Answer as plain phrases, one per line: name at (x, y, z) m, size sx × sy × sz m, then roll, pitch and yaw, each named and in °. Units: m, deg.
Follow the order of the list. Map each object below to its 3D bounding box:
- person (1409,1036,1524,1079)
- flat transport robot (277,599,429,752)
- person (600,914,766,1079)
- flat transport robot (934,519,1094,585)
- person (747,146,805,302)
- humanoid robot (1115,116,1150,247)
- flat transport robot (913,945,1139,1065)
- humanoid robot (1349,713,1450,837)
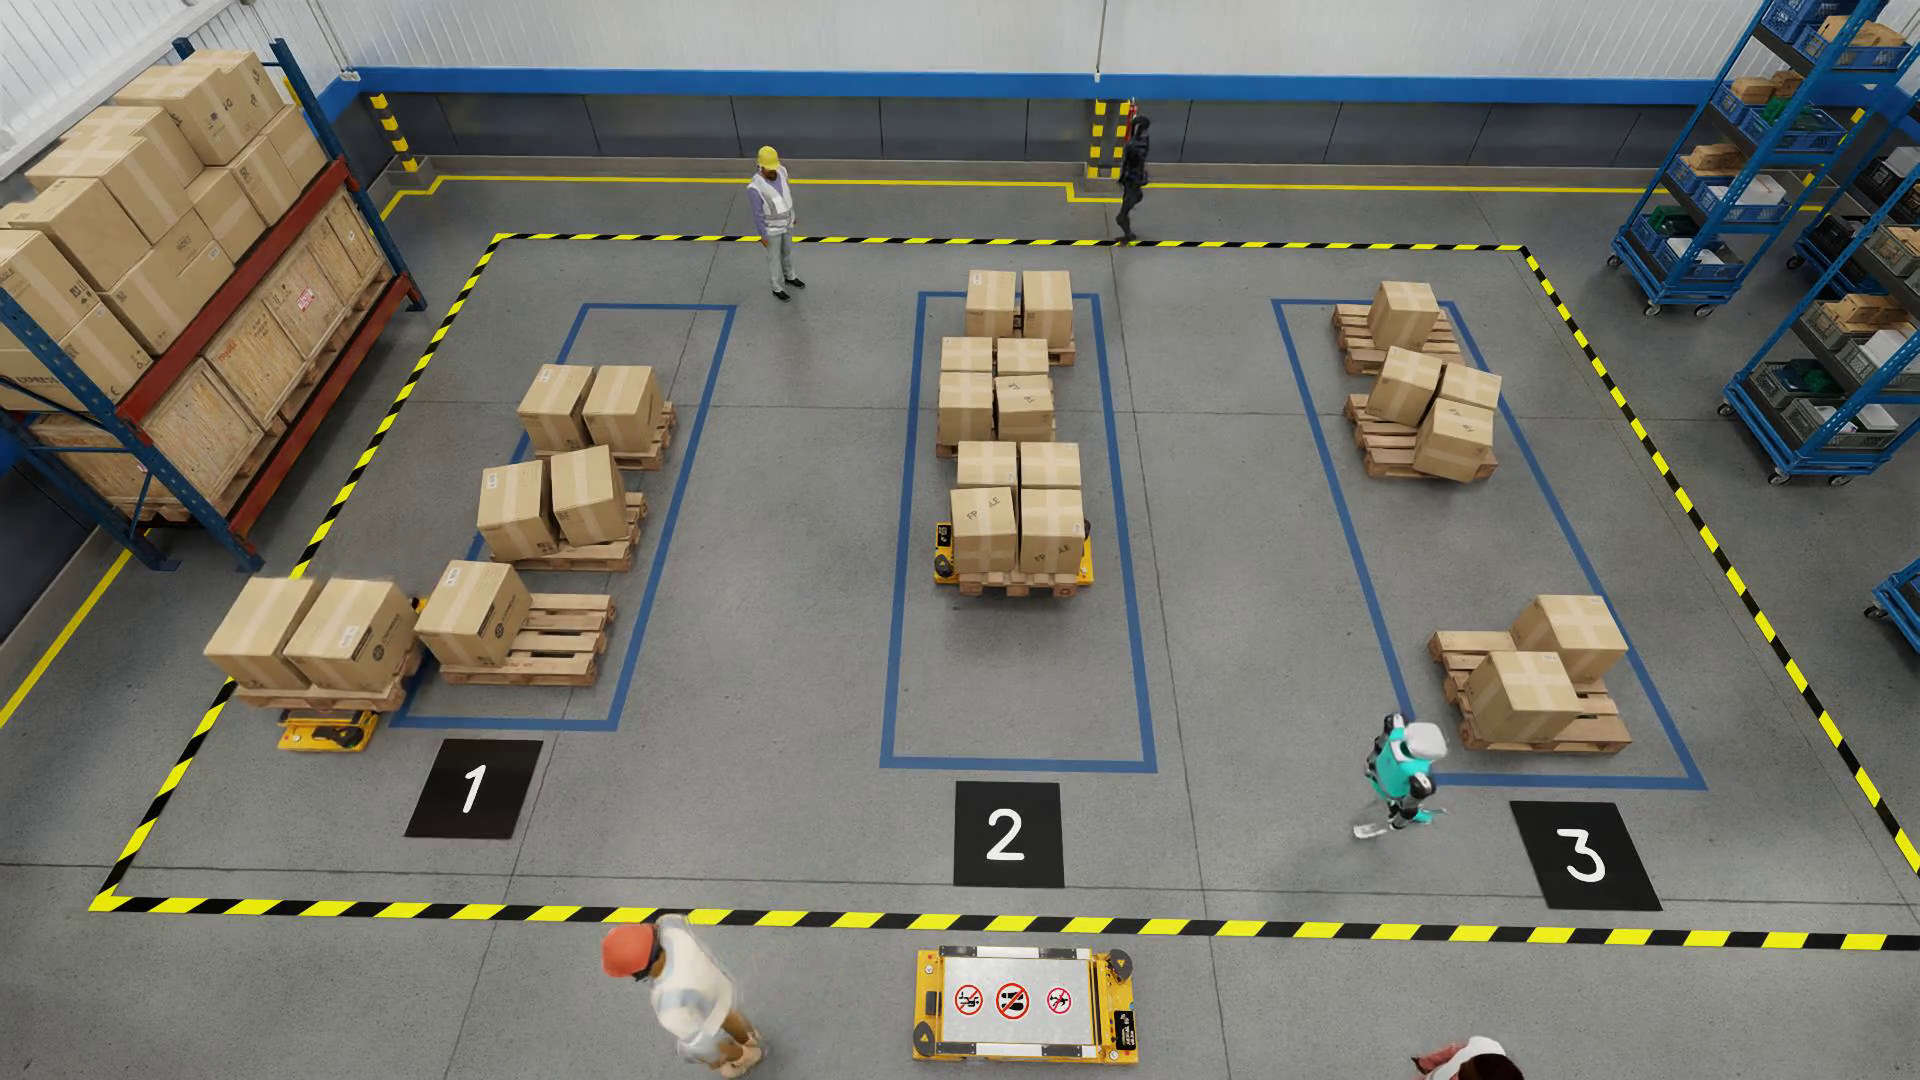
person at (2.567, 3.079, 4.923) m, size 0.397 × 1.908 × 0.588 m, roll 20°, pitch 54°, yaw 15°
flat transport robot at (-5.020, 1.059, 7.605) m, size 0.652 × 0.197 × 1.431 m, roll 1°, pitch 51°, yaw 1°
person at (-1.543, 2.646, 5.218) m, size 0.534 × 1.991 × 0.680 m, roll -9°, pitch 51°, yaw -7°
flat transport robot at (0.490, 0.087, 8.397) m, size 1.431 × 0.197 × 0.652 m, roll 1°, pitch 51°, yaw 1°
person at (-2.065, -3.593, 10.408) m, size 0.403 × 1.827 × 0.595 m, roll 25°, pitch 55°, yaw 19°
humanoid robot at (2.077, -4.326, 11.100) m, size 0.355 × 1.642 × 0.599 m, roll -6°, pitch 51°, yaw -5°
flat transport robot at (0.422, 3.041, 6.007) m, size 1.431 × 0.231 × 0.659 m, roll 1°, pitch 51°, yaw 1°
humanoid robot at (3.029, 1.707, 6.189) m, size 0.782 × 1.842 × 0.560 m, roll -5°, pitch 51°, yaw -4°
